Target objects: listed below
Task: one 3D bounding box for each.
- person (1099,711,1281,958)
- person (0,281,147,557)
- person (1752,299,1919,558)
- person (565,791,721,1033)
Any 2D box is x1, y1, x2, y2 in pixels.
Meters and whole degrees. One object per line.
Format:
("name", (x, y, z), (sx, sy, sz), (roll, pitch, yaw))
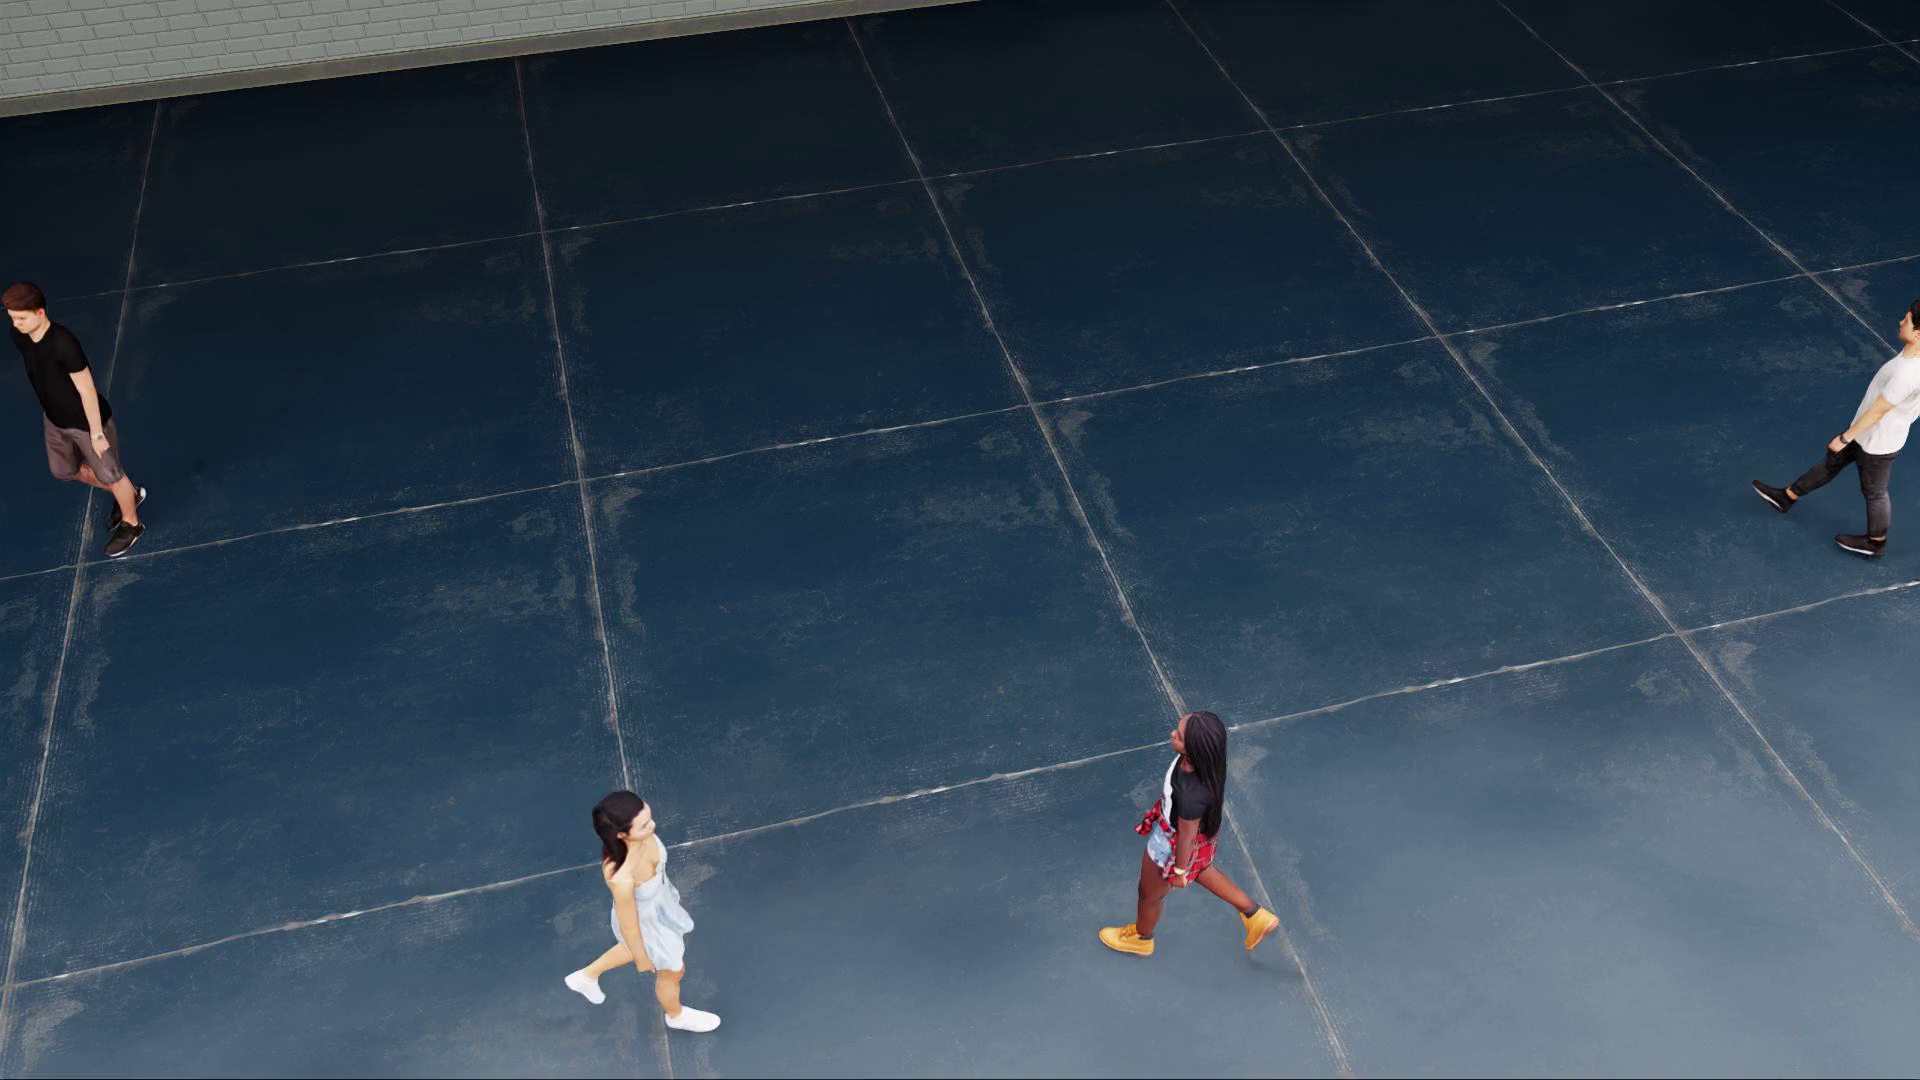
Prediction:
("person", (1.089, 1.377, 7.463), (0.999, 1.705, 1.077), (10, 44, 11))
("person", (-5.058, -0.761, 9.642), (0.860, 1.856, 0.909), (18, 46, 18))
("person", (5.379, -0.589, 9.586), (1.114, 1.681, 1.058), (21, 47, 21))
("person", (-1.440, 1.630, 7.182), (0.793, 1.717, 0.905), (-2, 43, -2))
